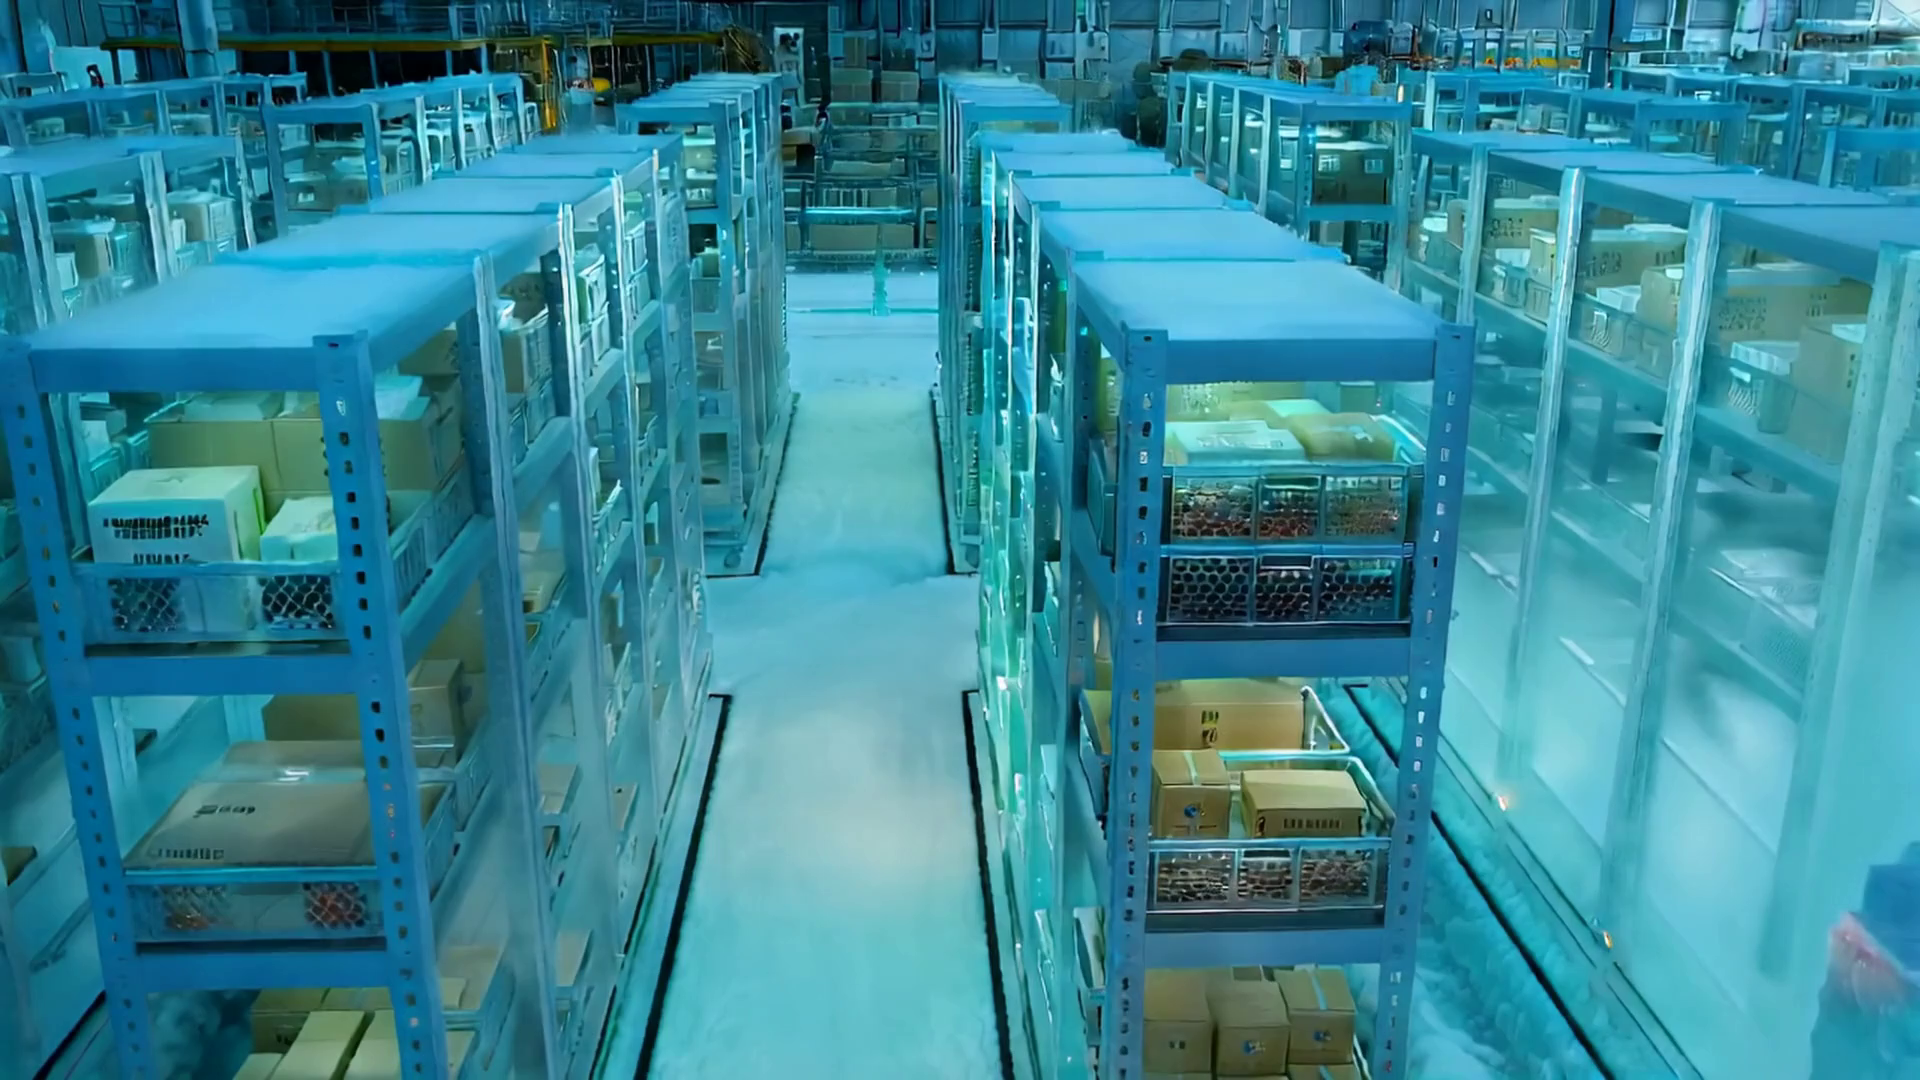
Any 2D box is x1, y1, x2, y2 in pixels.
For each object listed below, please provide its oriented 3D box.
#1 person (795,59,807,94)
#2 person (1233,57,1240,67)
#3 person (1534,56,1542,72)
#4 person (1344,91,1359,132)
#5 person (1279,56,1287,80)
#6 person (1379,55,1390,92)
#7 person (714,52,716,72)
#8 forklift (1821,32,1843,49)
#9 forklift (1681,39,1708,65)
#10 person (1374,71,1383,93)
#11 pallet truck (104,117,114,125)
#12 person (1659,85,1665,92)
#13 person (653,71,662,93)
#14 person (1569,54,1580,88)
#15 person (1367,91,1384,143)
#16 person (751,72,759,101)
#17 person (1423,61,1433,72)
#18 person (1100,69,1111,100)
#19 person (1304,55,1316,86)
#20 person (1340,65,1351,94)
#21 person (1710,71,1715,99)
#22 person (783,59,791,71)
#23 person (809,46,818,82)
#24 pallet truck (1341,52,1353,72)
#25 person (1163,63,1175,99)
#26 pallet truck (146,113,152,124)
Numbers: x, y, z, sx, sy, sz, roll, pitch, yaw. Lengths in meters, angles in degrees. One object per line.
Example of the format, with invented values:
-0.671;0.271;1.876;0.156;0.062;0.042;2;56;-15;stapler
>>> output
-7.784;-22.811;81.456;0.568;1.883;1.013;-3;18;-8;person
12.537;-21.087;76.046;0.665;1.916;0.664;10;20;28;person
27.333;-21.943;78.790;0.600;1.874;1.023;-13;22;-34;person
12.243;-13.097;51.729;0.548;1.665;0.716;0;18;0;person
16.651;-23.920;85.218;0.735;1.667;0.540;14;23;38;person
21.000;-23.221;82.833;0.914;1.809;0.628;8;20;23;person
-13.952;-26.810;93.749;0.647;1.958;0.363;13;22;34;person
46.003;-25.465;88.065;1.129;2.768;1.873;-1;18;-2;forklift
30.913;-19.736;70.337;1.129;2.768;1.873;-1;18;-2;forklift
16.198;-17.248;64.434;0.328;1.761;0.523;2;18;7;person
-18.367;-7.885;35.078;1.885;1.965;0.823;1;18;2;pallet truck
25.256;-15.728;59.442;0.543;1.939;0.359;8;19;22;person
-11.197;-16.445;61.773;0.461;1.866;0.596;2;18;7;person
29.623;-22.414;80.167;0.390;1.917;0.585;13;22;34;person
12.436;-12.498;49.702;0.591;1.790;0.940;-1;18;-4;person
-7.167;-15.282;58.002;1.075;1.983;0.623;7;19;22;person
21.654;-21.252;76.897;0.486;1.714;0.799;-7;19;-20;person
5.280;-16.429;61.582;0.816;1.970;0.610;9;20;25;person
16.702;-22.196;79.477;0.367;1.931;0.631;-15;23;-39;person
16.054;-18.909;69.451;0.886;1.843;0.525;-12;22;-34;person
29.399;-17.633;65.300;0.601;1.960;0.373;3;18;9;person
-9.541;-25.909;91.021;0.737;1.886;0.627;2;18;6;person
-8.279;-26.919;94.054;0.602;1.949;0.390;-16;24;-40;person
18.794;-23.123;82.231;0.823;1.965;1.885;-13;22;-35;pallet truck
8.303;-17.715;65.426;0.684;2.000;0.538;-3;18;-9;person
-18.087;-8.309;36.390;1.885;1.965;0.823;-1;18;-4;pallet truck
